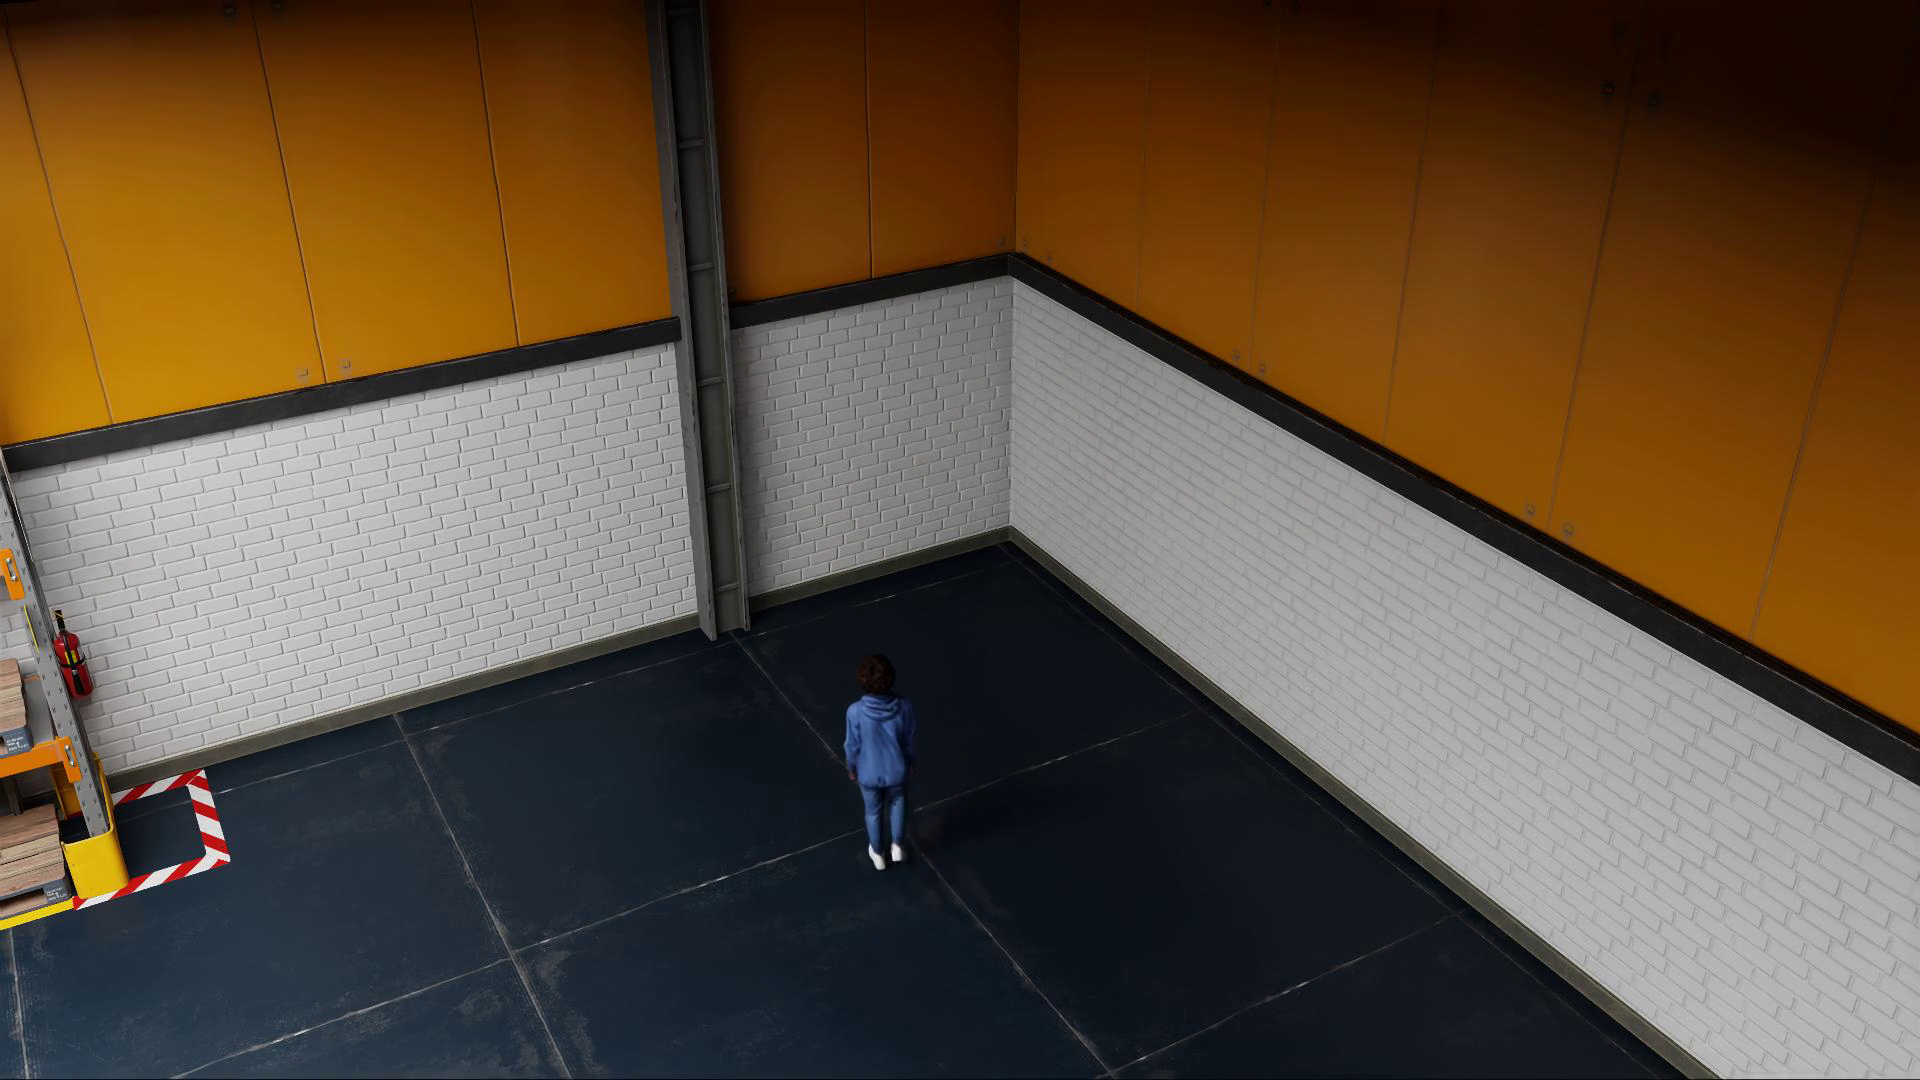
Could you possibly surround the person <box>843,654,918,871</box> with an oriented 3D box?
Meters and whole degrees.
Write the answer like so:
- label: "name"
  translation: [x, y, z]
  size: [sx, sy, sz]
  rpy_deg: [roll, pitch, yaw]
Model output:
- label: "person"
  translation: [-0.543, 1.659, 11.958]
  size: [0.733, 1.795, 0.845]
  rpy_deg: [-5, 29, -9]
